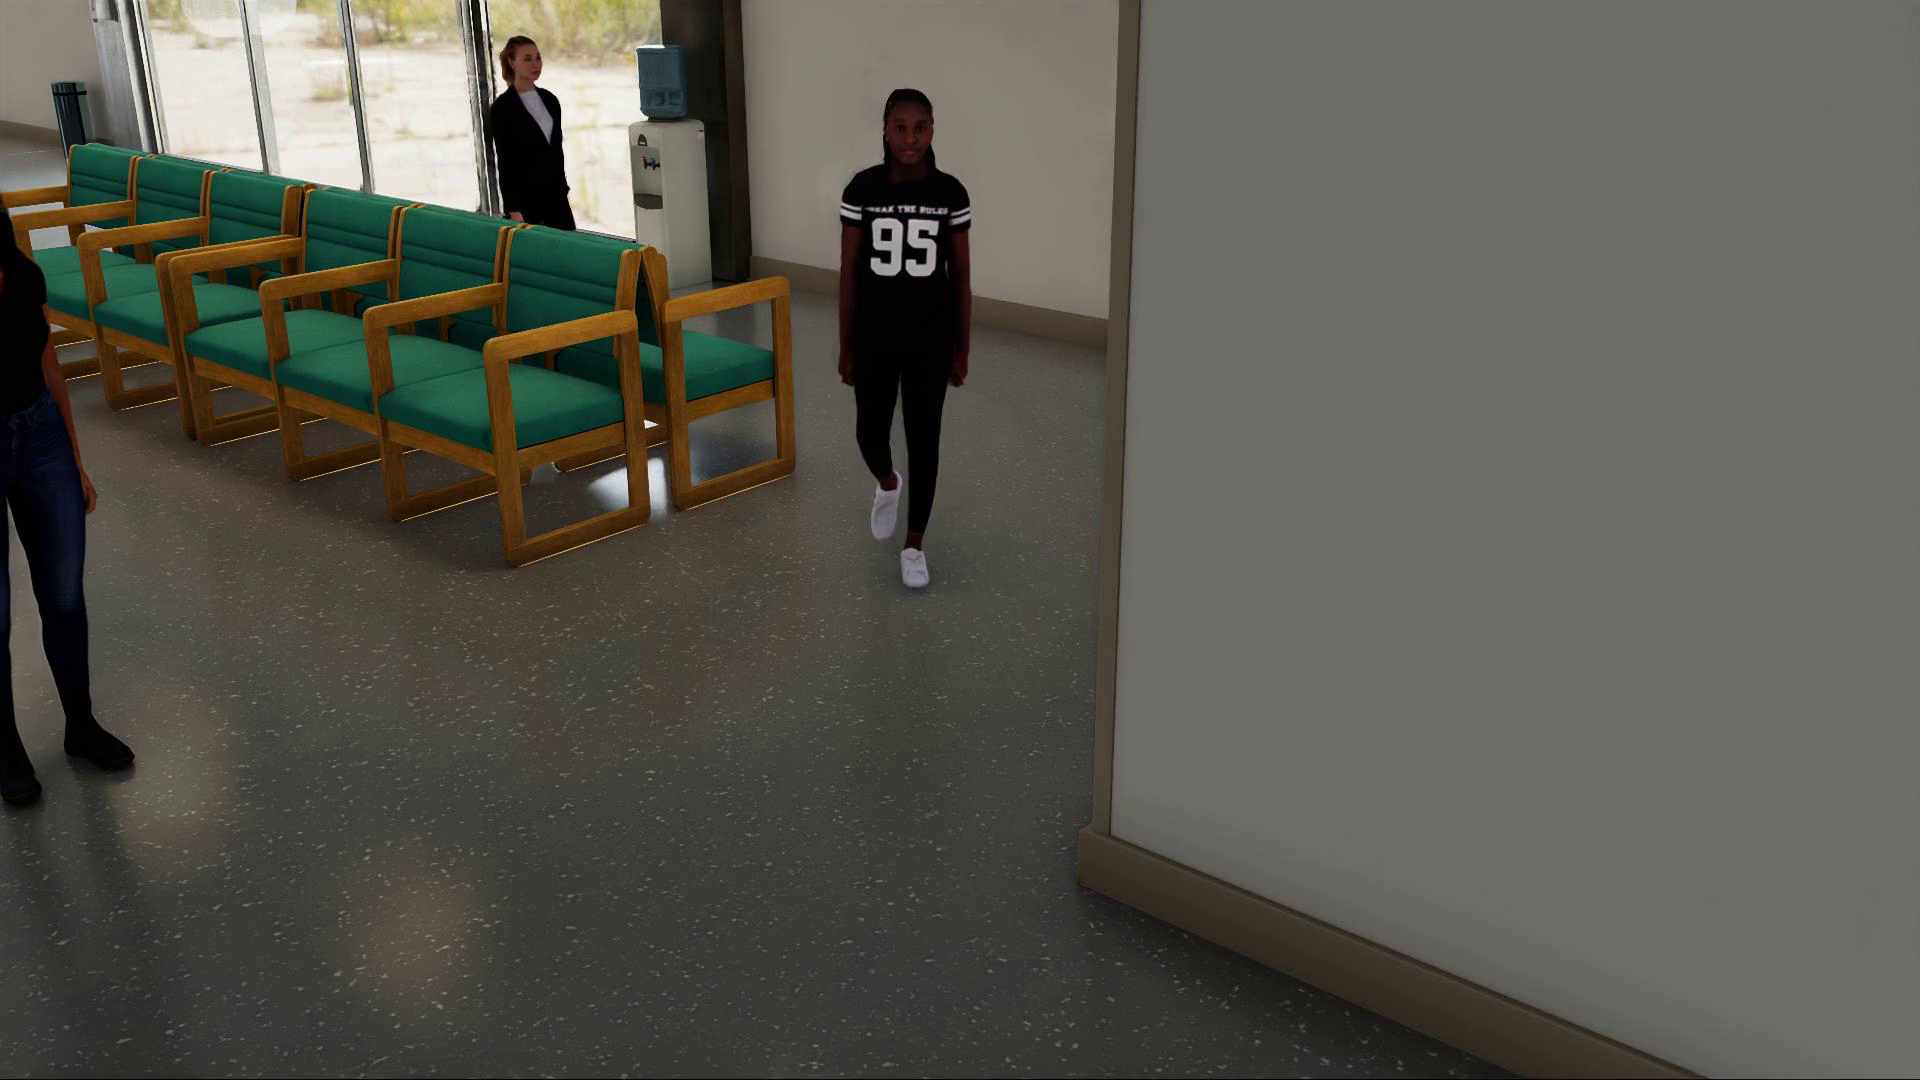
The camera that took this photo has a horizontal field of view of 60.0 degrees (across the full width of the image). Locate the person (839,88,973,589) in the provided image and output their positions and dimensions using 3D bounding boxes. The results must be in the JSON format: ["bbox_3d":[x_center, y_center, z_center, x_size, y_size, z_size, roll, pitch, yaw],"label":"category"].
[{"bbox_3d":[-0.205,-0.716,5.906,0.862,1.722,0.925,-1,21,-3],"label":"person"}]

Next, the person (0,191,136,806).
[{"bbox_3d":[-2.543,-0.165,4.426,0.626,1.738,0.464,16,26,35],"label":"person"}]

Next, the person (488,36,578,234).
[{"bbox_3d":[-2.246,-1.729,8.622,0.709,1.692,0.516,15,25,34],"label":"person"}]
